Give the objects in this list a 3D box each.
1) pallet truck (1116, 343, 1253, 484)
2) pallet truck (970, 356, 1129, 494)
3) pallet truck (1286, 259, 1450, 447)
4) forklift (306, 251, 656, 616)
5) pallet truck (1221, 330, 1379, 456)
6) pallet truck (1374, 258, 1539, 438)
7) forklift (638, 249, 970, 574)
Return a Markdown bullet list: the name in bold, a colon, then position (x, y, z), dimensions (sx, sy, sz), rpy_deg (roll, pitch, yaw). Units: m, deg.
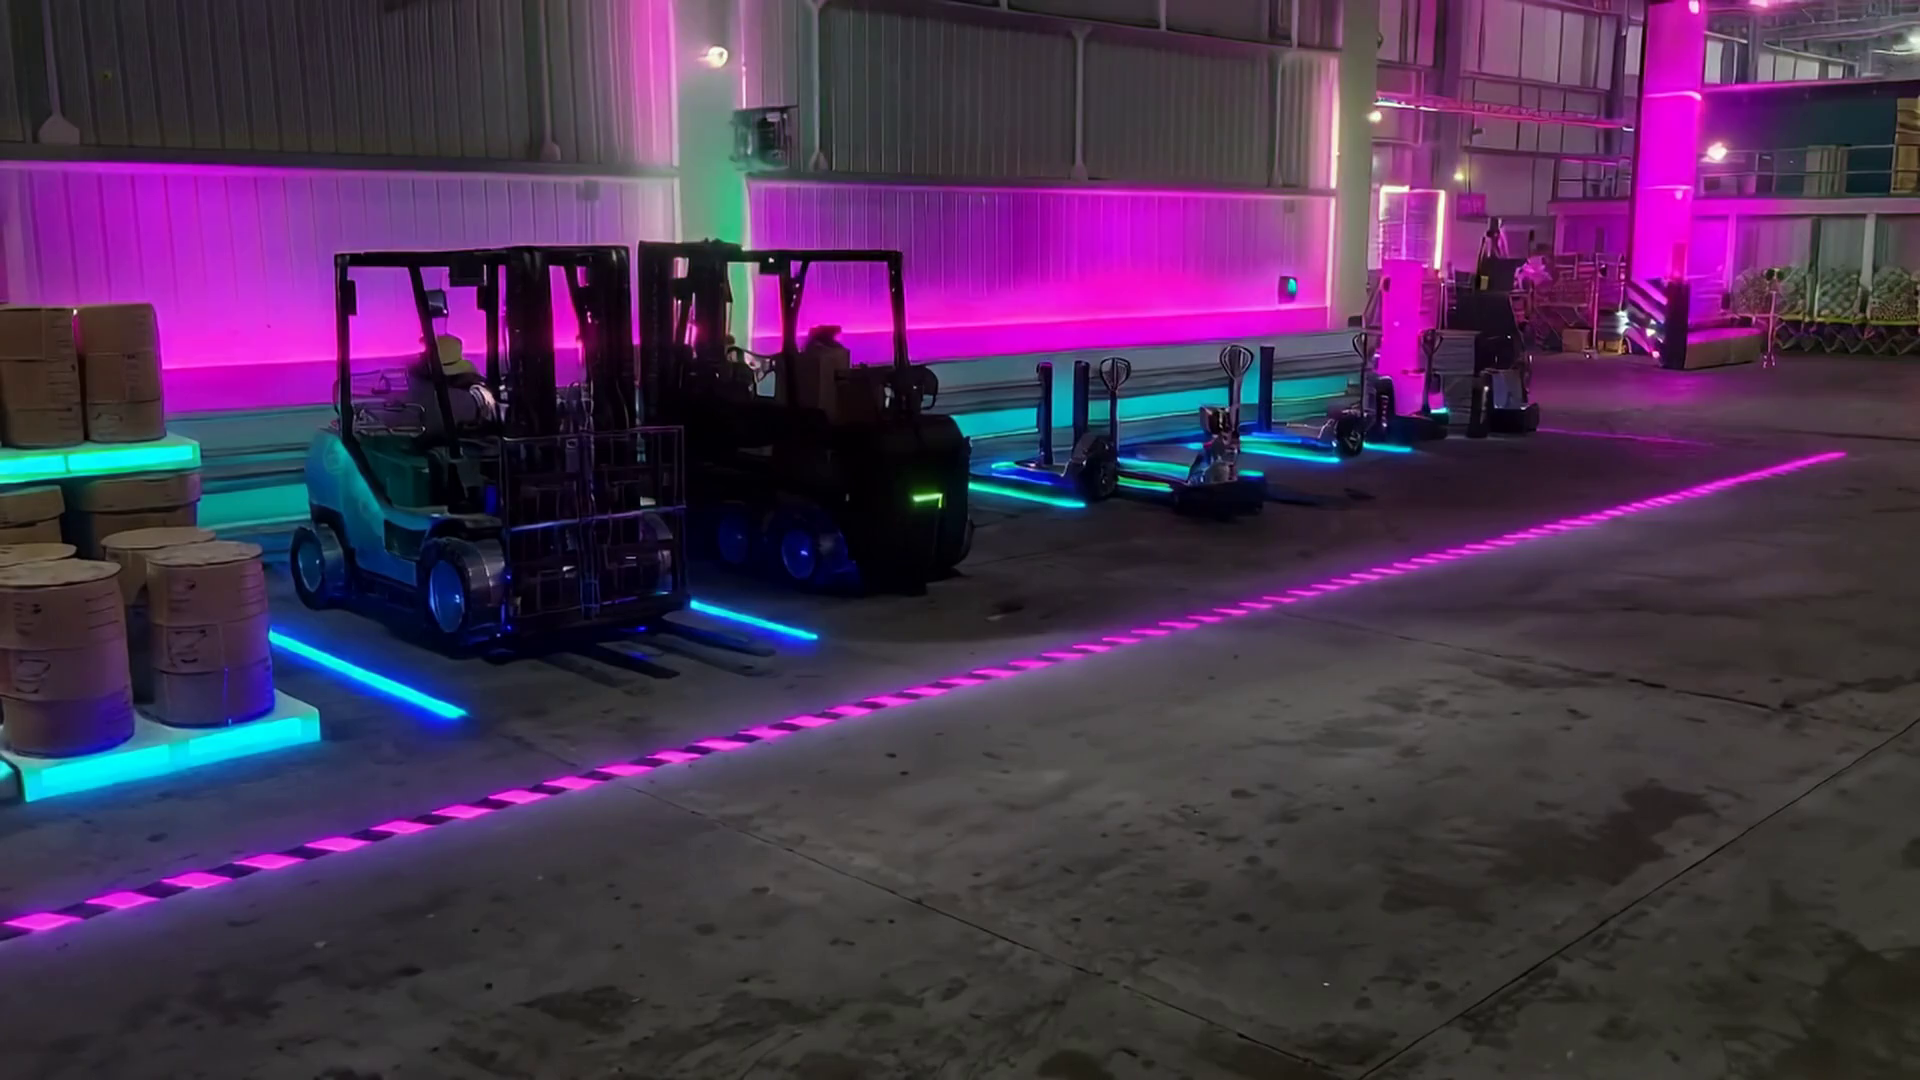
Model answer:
- **pallet truck**: position (1.962, -1.215, 15.415), dimensions (1.522, 1.261, 0.704), rpy_deg (10, 14, 43)
- **pallet truck**: position (0.784, -1.085, 14.876), dimensions (0.680, 1.201, 1.601), rpy_deg (-10, 14, -44)
- **pallet truck**: position (4.493, -2.078, 18.196), dimensions (0.823, 1.965, 1.885), rpy_deg (-9, 14, -40)
- **forklift**: position (-2.833, -0.669, 9.694), dimensions (1.157, 1.987, 2.680), rpy_deg (-10, 14, -44)
- **pallet truck**: position (3.563, -1.581, 17.381), dimensions (0.653, 1.274, 1.630), rpy_deg (-10, 14, -44)
- **pallet truck**: position (5.704, -2.208, 18.901), dimensions (1.885, 1.965, 0.823), rpy_deg (10, 14, 43)
- **forklift**: position (-1.173, -0.958, 11.239), dimensions (2.680, 1.987, 1.157), rpy_deg (10, 14, 43)
